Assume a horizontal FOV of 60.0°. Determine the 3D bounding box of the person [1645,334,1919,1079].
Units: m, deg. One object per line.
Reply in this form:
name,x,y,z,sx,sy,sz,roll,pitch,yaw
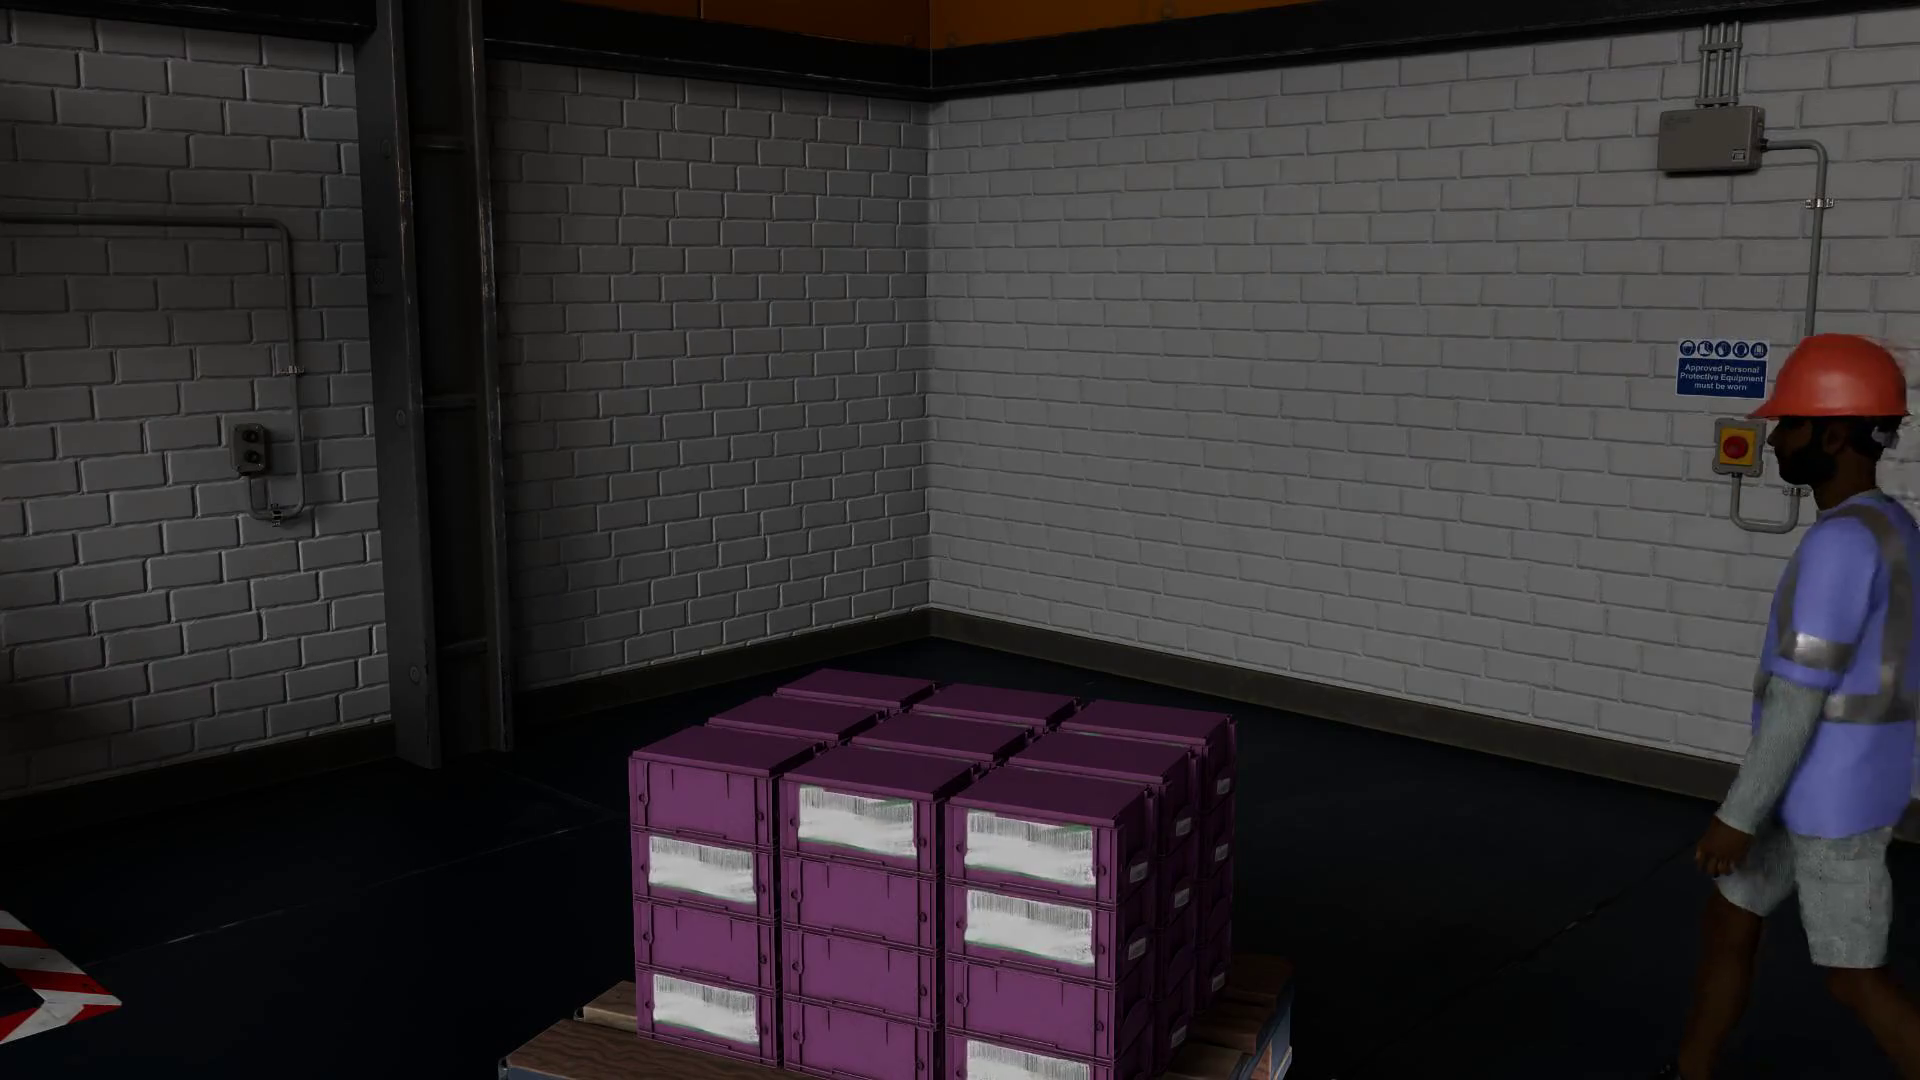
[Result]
person,1.866,0.516,3.515,0.958,1.898,0.545,5,11,30
